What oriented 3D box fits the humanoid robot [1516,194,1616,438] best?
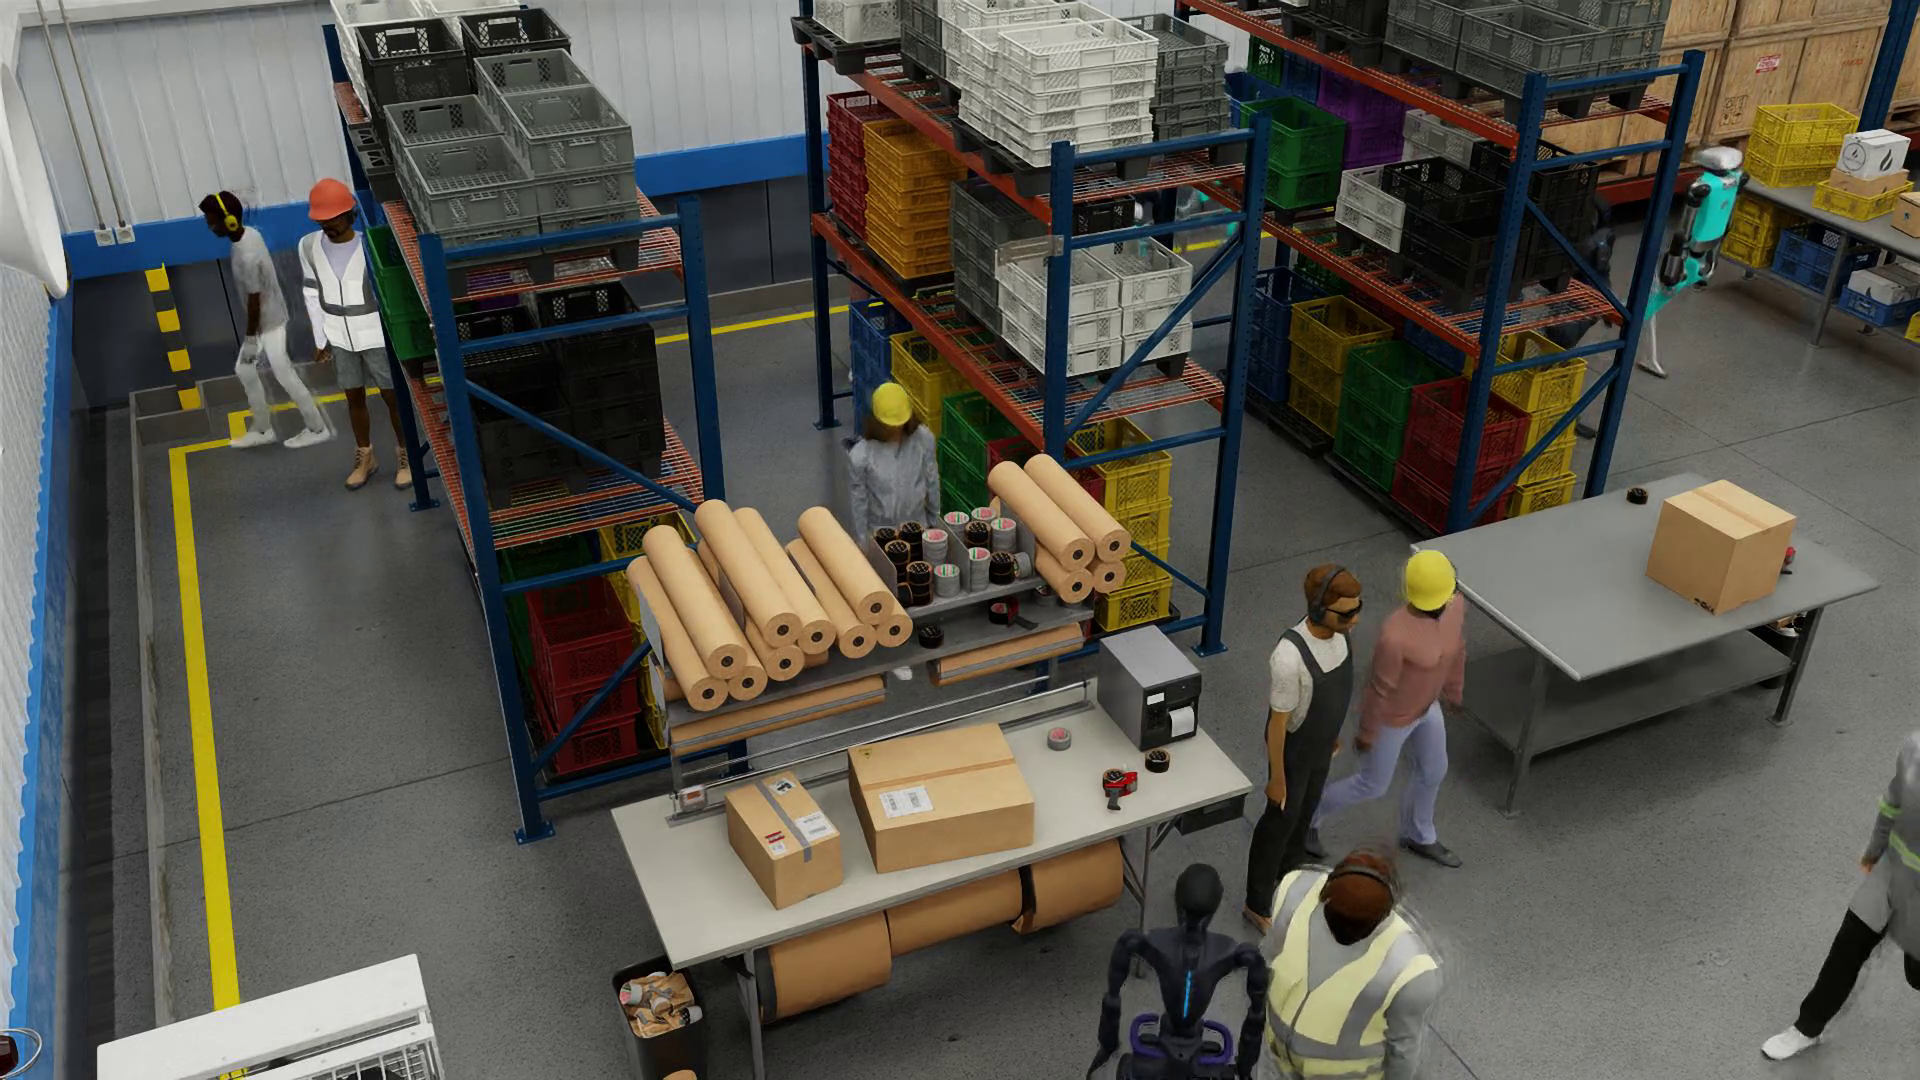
[{"bbox_3d":[4.148,-1.545,11.196,0.584,1.637,0.791,-21,37,-30],"label":"humanoid robot"}]

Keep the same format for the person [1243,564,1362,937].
[{"bbox_3d":[1.456,0.890,7.021,0.331,1.843,0.516,24,39,33],"label":"person"}]

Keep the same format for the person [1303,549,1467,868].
[{"bbox_3d":[1.949,0.734,7.382,0.584,1.729,0.656,-27,41,-37],"label":"person"}]

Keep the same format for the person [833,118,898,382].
[{"bbox_3d":[-0.595,-2.046,11.720,0.592,1.919,0.392,-3,32,-5],"label":"person"}]

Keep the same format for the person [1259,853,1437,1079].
[{"bbox_3d":[1.286,1.718,5.715,0.716,1.802,0.628,-23,38,-32],"label":"person"}]

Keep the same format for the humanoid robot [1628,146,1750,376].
[{"bbox_3d":[5.012,-1.917,11.794,0.545,1.893,0.738,-18,36,-27],"label":"humanoid robot"}]

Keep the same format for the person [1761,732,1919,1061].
[{"bbox_3d":[3.739,1.321,6.362,0.861,1.810,0.628,-6,32,-10],"label":"person"}]

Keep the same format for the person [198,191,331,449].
[{"bbox_3d":[-4.577,-1.363,10.684,0.780,1.834,0.540,-14,34,-21],"label":"person"}]

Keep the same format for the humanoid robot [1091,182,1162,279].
[{"bbox_3d":[1.115,-1.962,11.823,0.622,1.632,0.382,-5,32,-7],"label":"humanoid robot"}]

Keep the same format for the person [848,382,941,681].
[{"bbox_3d":[-0.342,-0.075,8.697,0.501,1.726,0.441,-14,34,-22],"label":"person"}]

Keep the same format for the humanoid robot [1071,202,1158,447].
[{"bbox_3d":[0.902,-1.417,10.898,0.561,1.755,1.024,-27,40,-36],"label":"humanoid robot"}]

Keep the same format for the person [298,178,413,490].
[{"bbox_3d":[-3.724,-1.254,10.317,0.604,2.045,0.378,1,32,2],"label":"person"}]

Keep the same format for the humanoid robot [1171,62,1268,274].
[{"bbox_3d":[2.028,-2.865,13.298,1.053,1.782,0.536,-20,37,-29],"label":"humanoid robot"}]

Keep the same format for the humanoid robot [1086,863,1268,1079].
[{"bbox_3d":[0.724,1.821,5.687,0.597,1.647,0.503,4,32,7],"label":"humanoid robot"}]
